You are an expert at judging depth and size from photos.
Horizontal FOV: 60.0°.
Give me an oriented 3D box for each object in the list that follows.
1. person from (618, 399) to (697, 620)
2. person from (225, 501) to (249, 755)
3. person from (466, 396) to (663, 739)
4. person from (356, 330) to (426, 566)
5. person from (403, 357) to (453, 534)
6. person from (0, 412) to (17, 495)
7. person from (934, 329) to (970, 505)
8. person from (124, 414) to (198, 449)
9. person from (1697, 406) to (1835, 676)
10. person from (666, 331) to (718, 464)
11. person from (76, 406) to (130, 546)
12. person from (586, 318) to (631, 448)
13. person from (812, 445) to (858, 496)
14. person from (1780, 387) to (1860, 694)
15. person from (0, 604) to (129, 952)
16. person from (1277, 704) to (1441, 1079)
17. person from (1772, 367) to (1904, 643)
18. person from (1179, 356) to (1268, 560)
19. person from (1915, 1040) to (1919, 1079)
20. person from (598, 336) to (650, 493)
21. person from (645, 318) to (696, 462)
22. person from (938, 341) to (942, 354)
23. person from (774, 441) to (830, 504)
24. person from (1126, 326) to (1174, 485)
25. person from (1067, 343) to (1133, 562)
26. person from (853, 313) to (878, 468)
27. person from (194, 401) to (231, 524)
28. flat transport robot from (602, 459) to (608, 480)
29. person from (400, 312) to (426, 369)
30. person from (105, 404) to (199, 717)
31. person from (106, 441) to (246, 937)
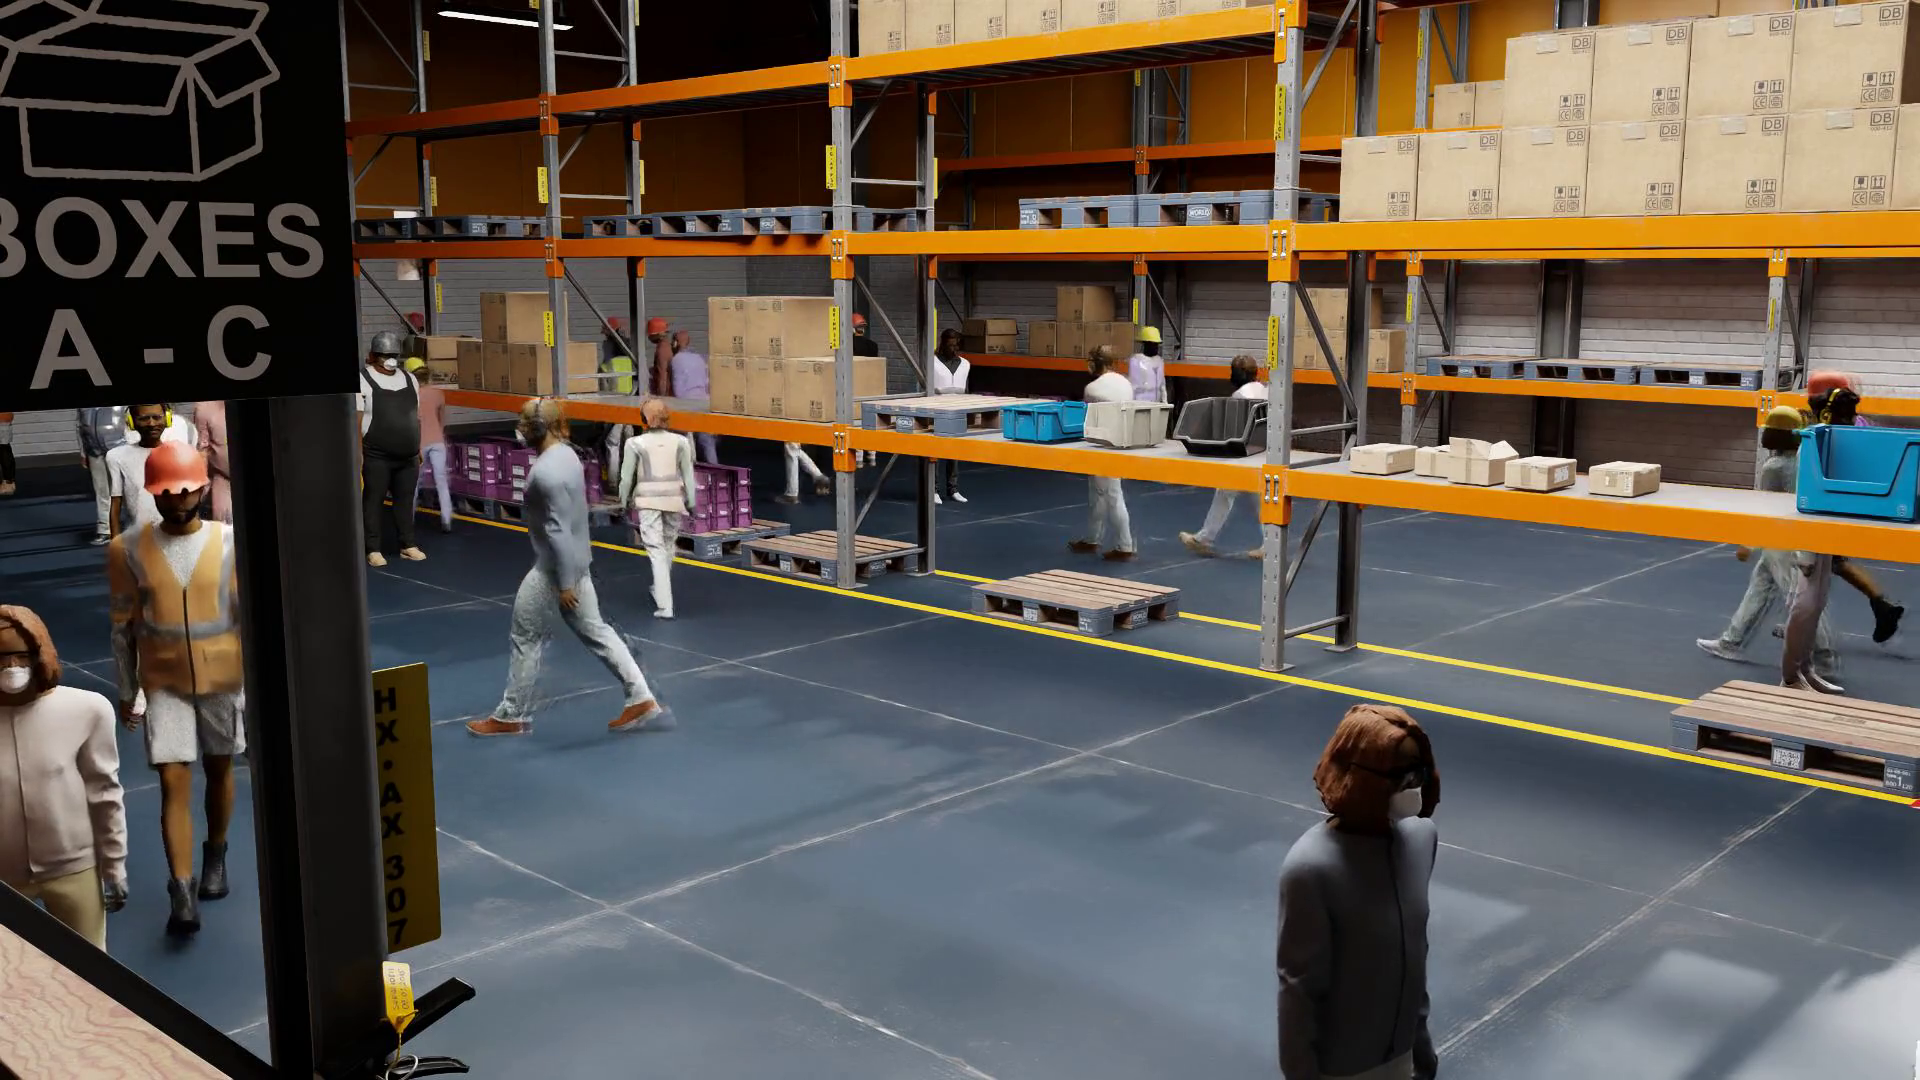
[{"bbox_3d":[-2.265,-0.241,12.332,0.535,1.598,0.826,-6,11,-32],"label":"person"},{"bbox_3d":[-3.488,0.308,8.501,0.365,1.752,0.551,3,10,20],"label":"person"},{"bbox_3d":[-2.146,0.152,9.075,1.040,1.891,0.627,0,9,-1],"label":"person"},{"bbox_3d":[-4.925,-0.801,14.421,0.537,2.000,0.689,8,12,40],"label":"person"},{"bbox_3d":[-5.223,-0.920,16.183,0.517,1.708,0.943,-8,12,-40],"label":"person"},{"bbox_3d":[-10.919,-1.353,18.857,0.321,1.697,0.529,-3,10,-20],"label":"person"},{"bbox_3d":[-0.148,-1.352,18.194,0.587,1.913,0.391,-6,11,-31],"label":"person"},{"bbox_3d":[-5.469,-0.223,11.286,0.855,1.900,0.562,5,10,27],"label":"person"},{"bbox_3d":[5.196,-0.004,10.580,0.498,1.691,0.912,-9,13,-42],"label":"person"},{"bbox_3d":[-3.192,-1.519,19.478,1.039,1.828,0.647,7,12,38],"label":"person"},{"bbox_3d":[-7.874,-0.853,15.387,0.592,1.831,0.404,0,9,2],"label":"person"},{"bbox_3d":[-4.948,-2.244,23.801,0.585,1.867,1.023,5,11,29],"label":"person"},{"bbox_3d":[-1.445,-1.350,18.496,0.522,1.802,0.900,-4,10,-23],"label":"person"},{"bbox_3d":[5.134,0.025,9.908,0.329,1.865,0.507,9,13,43],"label":"person"},{"bbox_3d":[-2.664,0.979,4.792,0.499,1.626,0.281,-5,11,-30],"label":"person"},{"bbox_3d":[0.883,1.153,3.686,0.507,1.632,0.267,-8,12,-40],"label":"person"},{"bbox_3d":[5.930,-0.204,11.180,0.570,1.909,0.745,-6,11,-34],"label":"person"},{"bbox_3d":[2.438,-0.724,14.693,0.953,1.791,0.658,6,11,34],"label":"person"},{"bbox_3d":[2.168,1.106,3.259,0.583,1.866,0.675,-4,10,-25],"label":"person"},{"bbox_3d":[-3.786,-1.403,18.847,0.642,1.815,0.761,-7,11,-36],"label":"person"},{"bbox_3d":[-3.701,-1.793,20.781,0.837,1.941,0.732,1,9,4],"label":"person"},{"bbox_3d":[-0.242,-1.983,23.014,0.527,1.601,0.835,-8,12,-39],"label":"person"},{"bbox_3d":[-1.752,-1.304,18.022,0.543,1.871,0.598,4,10,21],"label":"person"},{"bbox_3d":[2.230,-1.631,20.010,0.972,1.885,0.602,9,13,43],"label":"person"},{"bbox_3d":[1.198,-0.769,14.639,0.875,1.900,0.654,6,11,33],"label":"person"},{"bbox_3d":[-1.310,-1.927,21.497,0.393,1.986,0.609,7,12,38],"label":"person"},{"bbox_3d":[-5.359,-0.409,12.445,0.652,1.894,0.452,-5,10,-27],"label":"person"},{"bbox_3d":[-4.877,-0.850,20.134,1.431,0.197,0.652,-2,9,-9],"label":"flat transport robot"},{"bbox_3d":[-7.381,-2.066,22.377,0.574,1.981,0.628,-6,11,-34],"label":"person"},{"bbox_3d":[-4.623,0.073,9.592,0.508,1.872,0.329,-7,12,-38],"label":"person"},{"bbox_3d":[-2.972,0.570,6.460,0.574,1.891,0.948,-4,10,-24],"label":"person"}]
